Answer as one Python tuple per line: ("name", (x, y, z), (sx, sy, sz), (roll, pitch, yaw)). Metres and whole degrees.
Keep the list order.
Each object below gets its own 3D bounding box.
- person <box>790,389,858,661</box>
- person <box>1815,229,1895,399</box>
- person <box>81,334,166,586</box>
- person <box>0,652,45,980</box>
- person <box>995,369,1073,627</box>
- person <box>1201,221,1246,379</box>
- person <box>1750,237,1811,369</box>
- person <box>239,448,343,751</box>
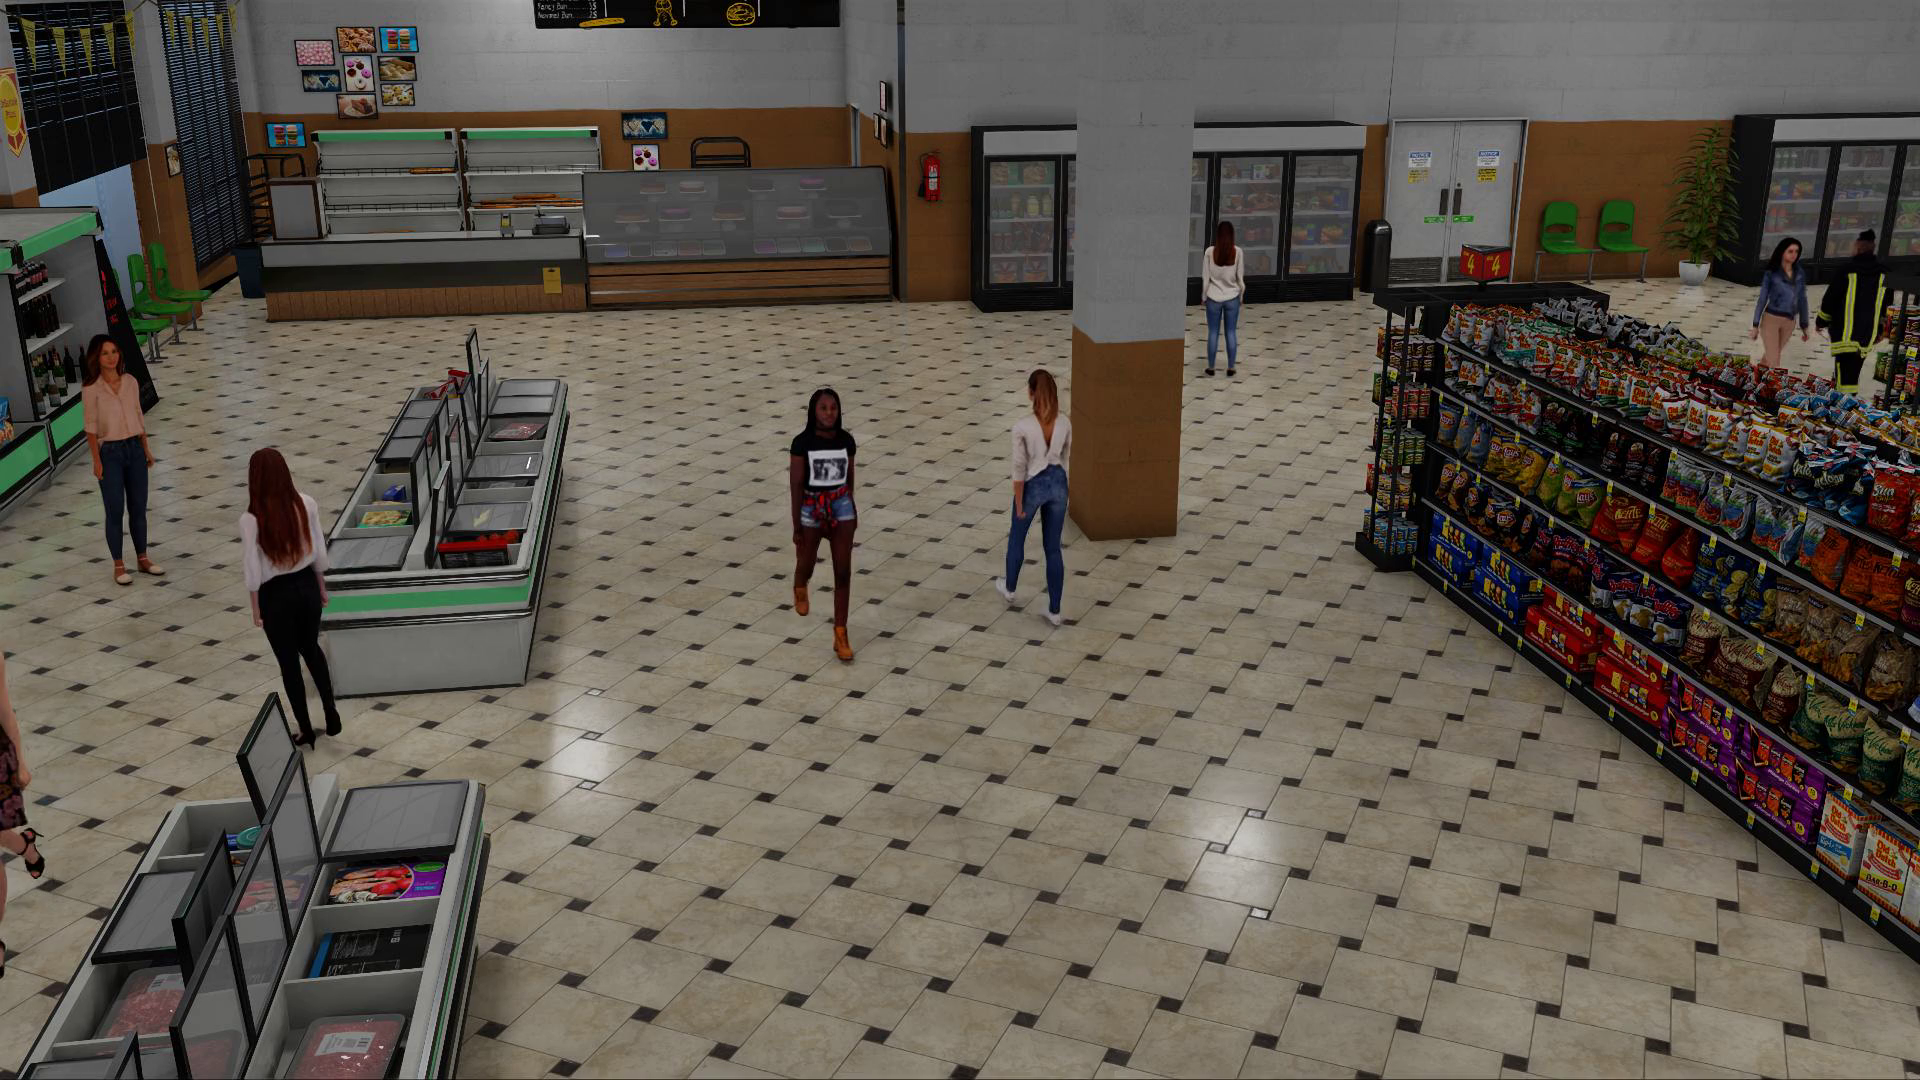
("person", (-0.896, -0.132, 10.609), (0.701, 1.706, 1.099), (-7, 20, -19))
("person", (8.658, -2.028, 16.051), (0.831, 1.822, 1.151), (0, 19, 0))
("person", (-5.977, -0.588, 11.828), (0.723, 1.791, 0.665), (13, 22, 33))
("person", (-4.251, 0.992, 7.213), (0.611, 1.746, 1.120), (-3, 19, -10))
("person", (0.580, -0.251, 10.989), (0.712, 1.689, 1.002), (-6, 20, -17))
("person", (2.840, -2.596, 17.941), (0.679, 1.692, 0.650), (2, 19, 7))
("person", (7.980, -2.076, 16.349), (0.617, 1.722, 1.146), (-3, 19, -8))
("person", (-3.603, 0.366, 9.060), (0.842, 1.752, 0.781), (16, 24, 39))
